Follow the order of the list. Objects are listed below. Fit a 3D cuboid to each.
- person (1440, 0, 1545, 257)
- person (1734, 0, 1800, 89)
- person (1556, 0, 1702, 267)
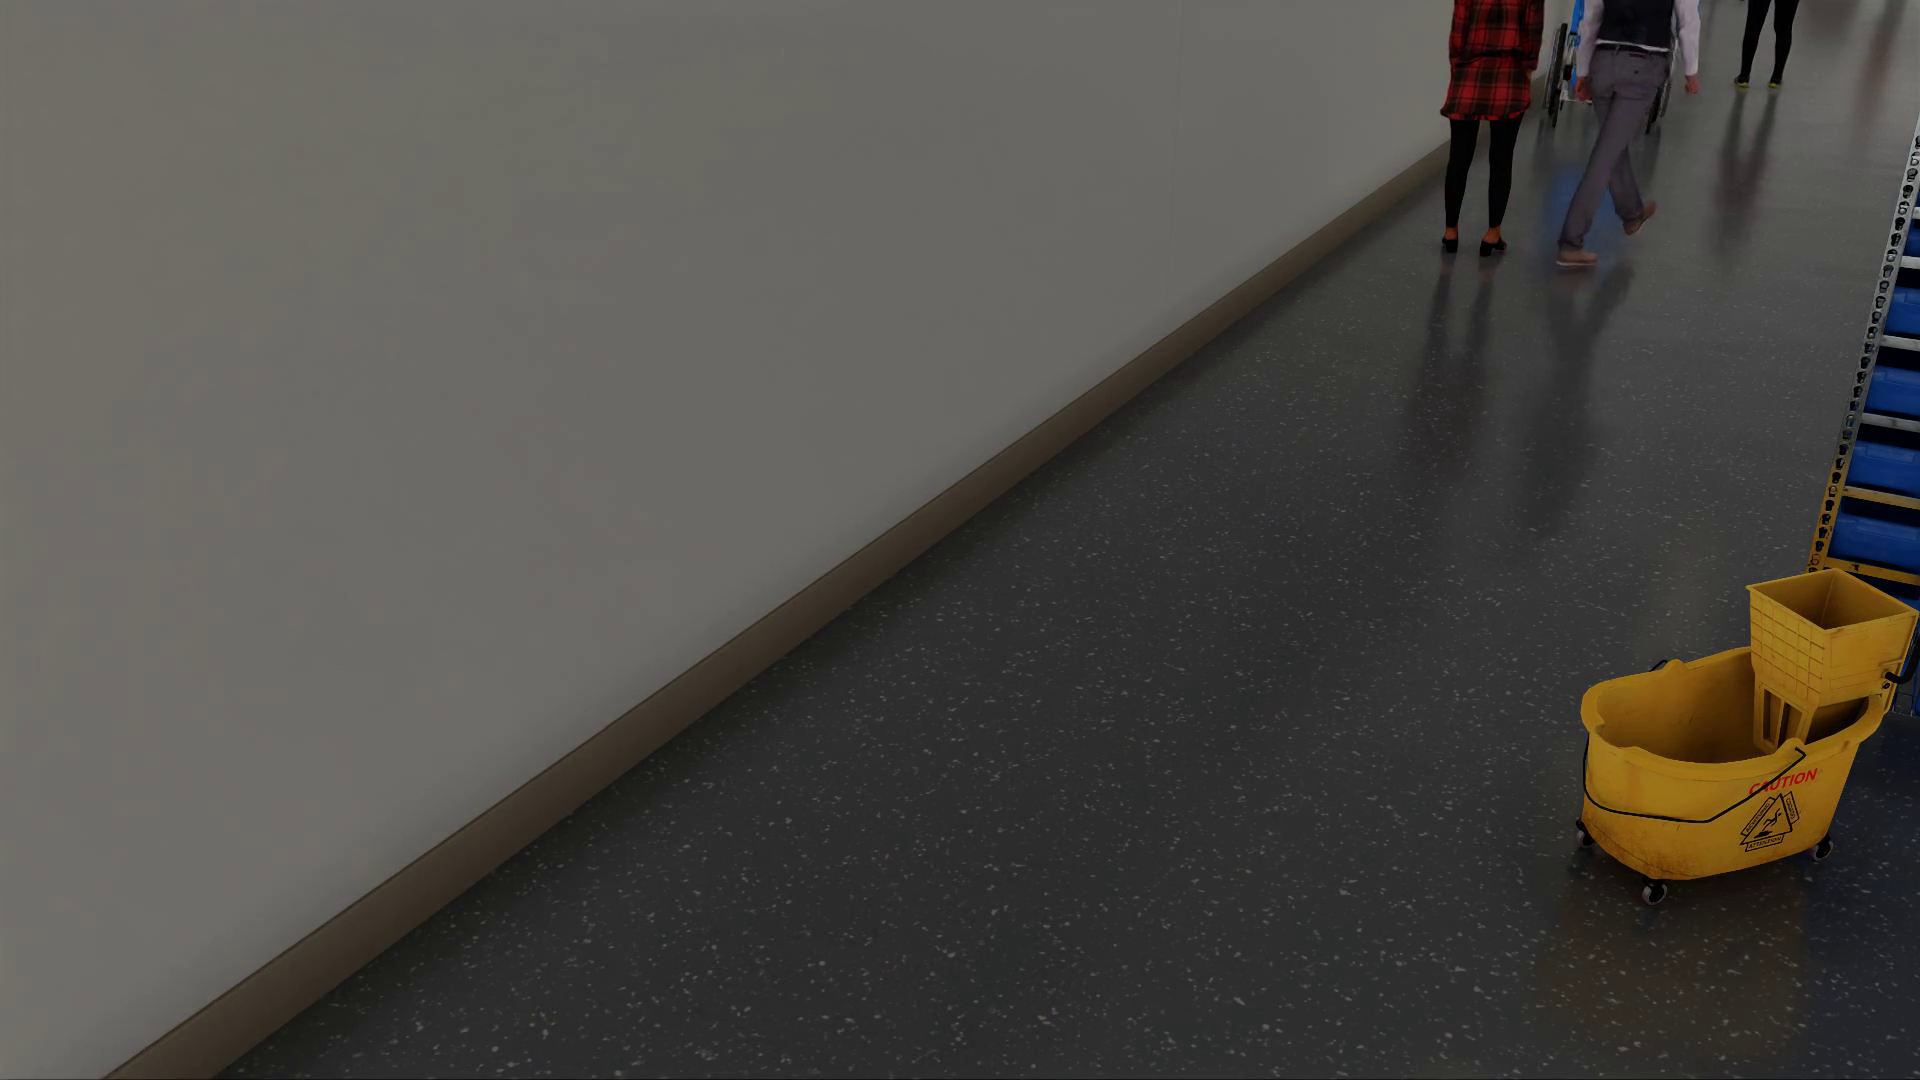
[{"bbox_3d":[2.705,-2.317,8.511,0.486,1.699,0.663,13,29,25],"label":"person"},{"bbox_3d":[6.249,-4.262,12.712,0.489,1.552,0.627,9,27,17],"label":"person"},{"bbox_3d":[3.233,-2.279,8.205,1.044,1.895,1.242,-18,31,-33],"label":"person"}]
